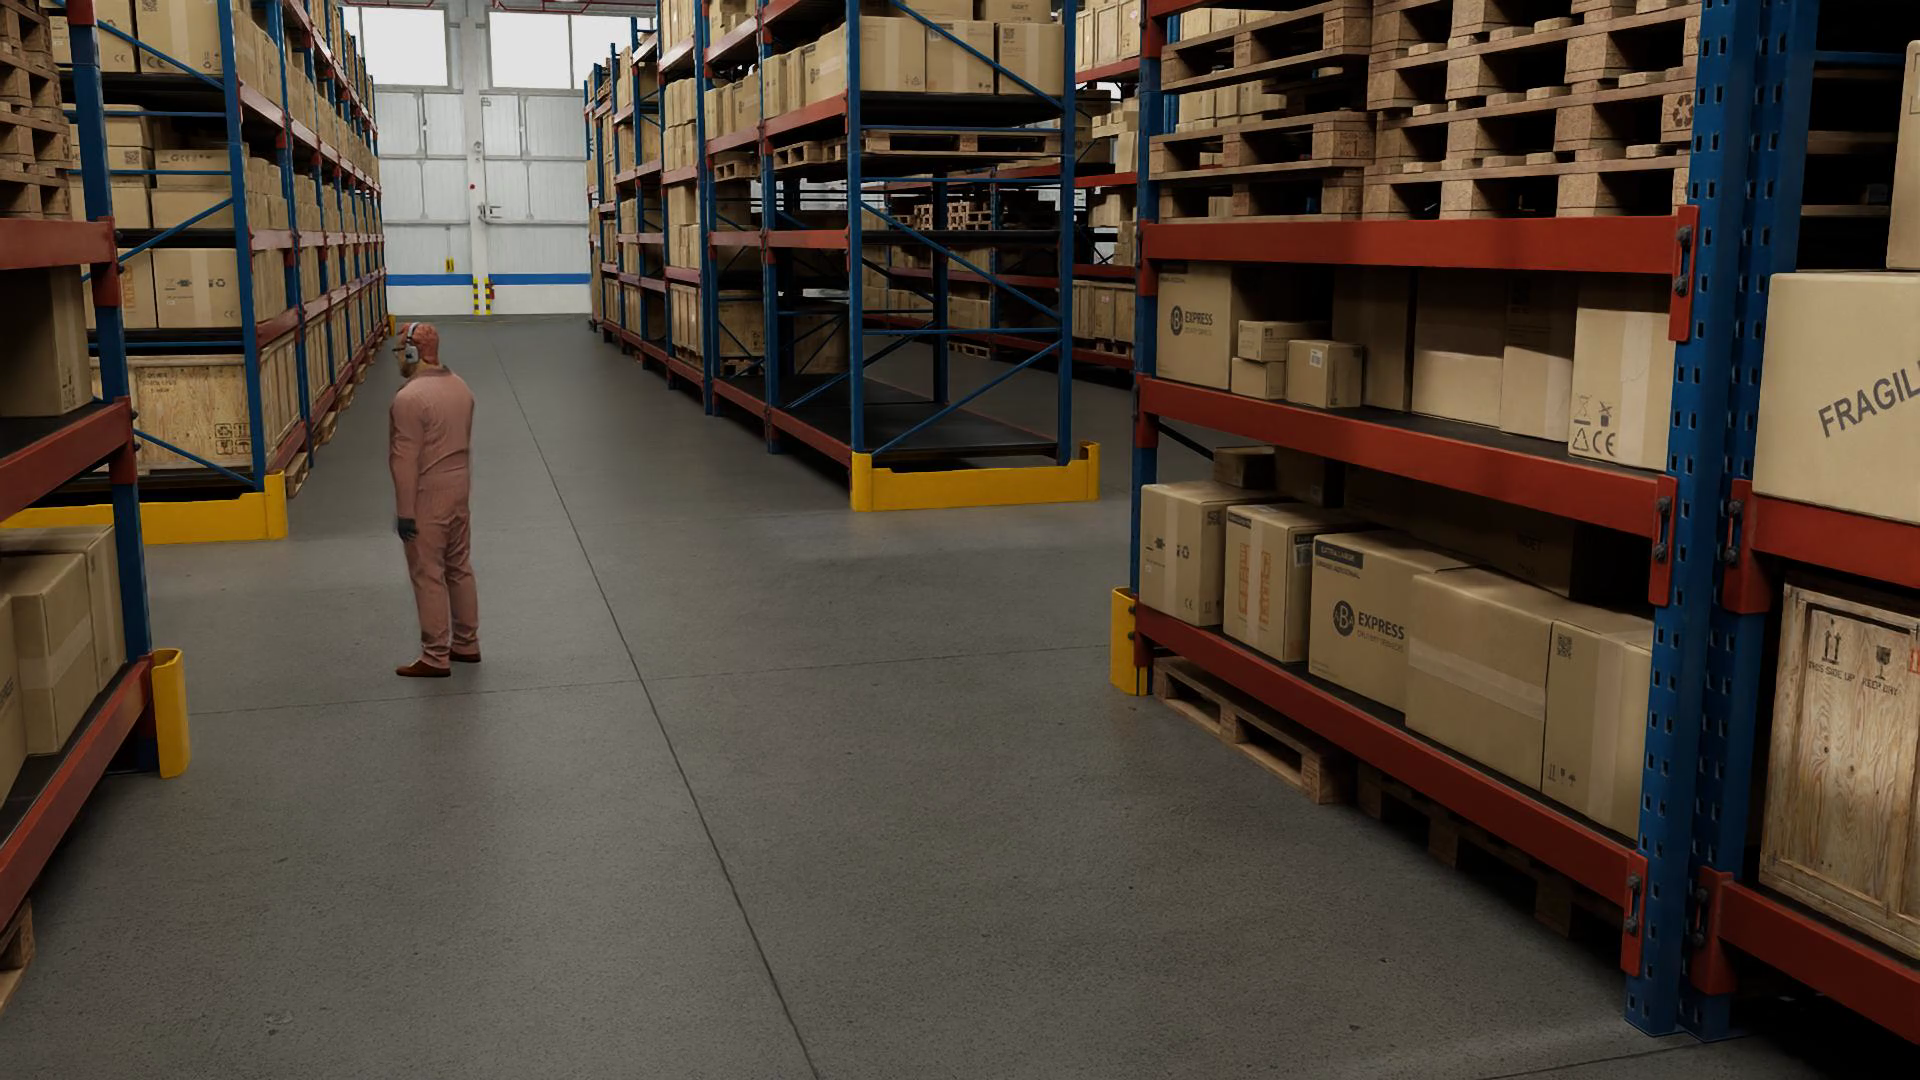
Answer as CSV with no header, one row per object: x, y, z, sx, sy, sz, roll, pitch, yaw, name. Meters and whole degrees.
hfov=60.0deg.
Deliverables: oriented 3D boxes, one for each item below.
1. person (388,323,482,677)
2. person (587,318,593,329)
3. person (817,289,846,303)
-2.858,-0.214,8.953,0.399,1.899,0.650,3,11,13,person
-8.983,-6.119,41.571,0.621,1.801,0.610,-1,10,-4,person
-2.918,-5.478,37.698,0.652,1.925,0.571,-2,10,-9,person
